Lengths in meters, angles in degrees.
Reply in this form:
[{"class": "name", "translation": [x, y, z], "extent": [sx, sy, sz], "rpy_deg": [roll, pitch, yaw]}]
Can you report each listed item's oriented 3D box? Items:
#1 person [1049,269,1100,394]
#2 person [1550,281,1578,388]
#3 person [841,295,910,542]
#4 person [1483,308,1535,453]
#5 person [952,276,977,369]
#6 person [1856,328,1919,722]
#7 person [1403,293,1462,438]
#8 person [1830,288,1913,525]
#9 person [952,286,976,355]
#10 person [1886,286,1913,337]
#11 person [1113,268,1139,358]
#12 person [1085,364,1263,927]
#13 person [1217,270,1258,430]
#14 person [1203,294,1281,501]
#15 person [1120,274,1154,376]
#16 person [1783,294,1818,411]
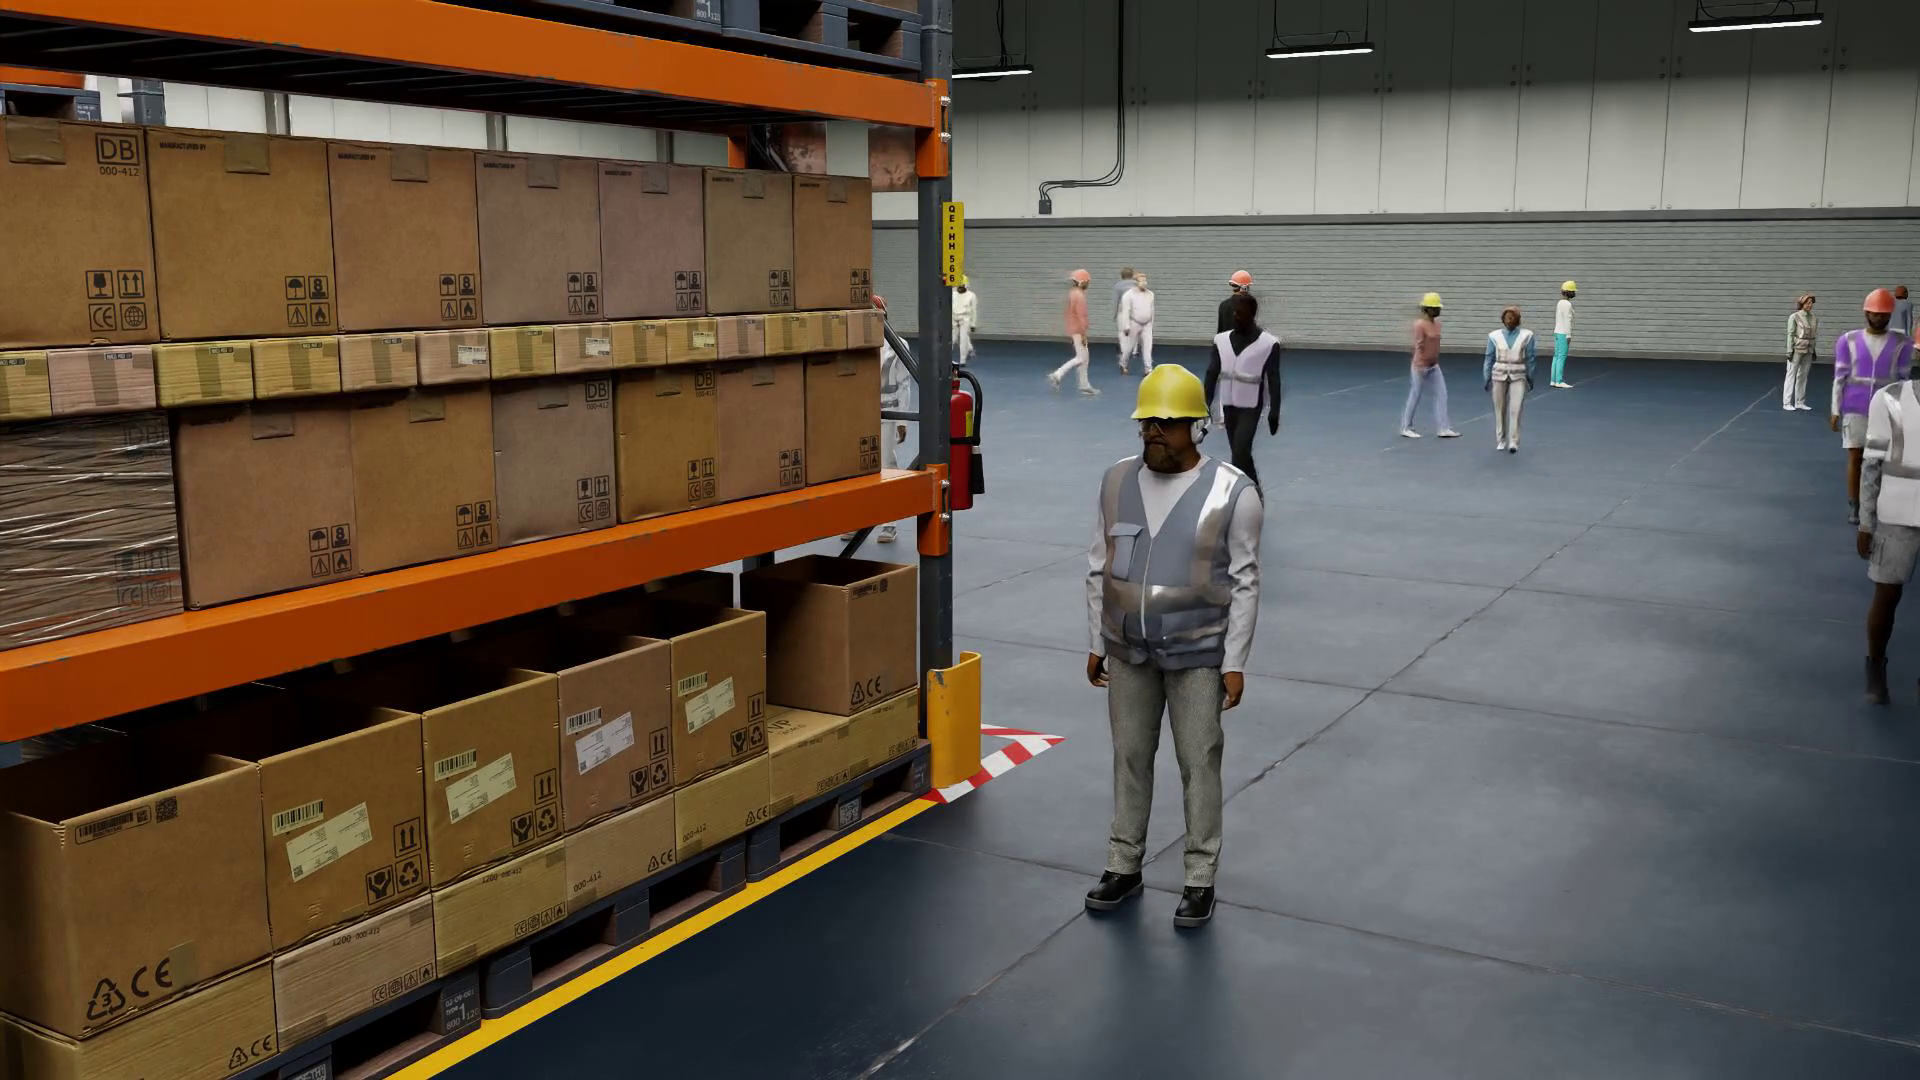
[{"class": "person", "translation": [1.816, -3.262, 26.124], "extent": [0.743, 1.978, 0.627], "rpy_deg": [0, 10, -2]}, {"class": "person", "translation": [10.032, -3.403, 27.567], "extent": [0.326, 1.767, 0.533], "rpy_deg": [0, 10, 3]}, {"class": "person", "translation": [-0.662, -0.921, 12.695], "extent": [0.573, 1.883, 0.355], "rpy_deg": [4, 10, 22]}, {"class": "person", "translation": [6.076, -1.762, 18.444], "extent": [0.540, 1.601, 0.805], "rpy_deg": [4, 10, 21]}, {"class": "person", "translation": [0.055, -4.239, 32.306], "extent": [0.610, 1.814, 0.494], "rpy_deg": [6, 12, 33]}, {"class": "person", "translation": [4.569, -0.117, 7.894], "extent": [0.553, 1.932, 0.651], "rpy_deg": [5, 11, 25]}, {"class": "person", "translation": [5.634, -2.051, 19.749], "extent": [0.541, 1.731, 0.820], "rpy_deg": [-8, 13, -39]}, {"class": "person", "translation": [7.322, -1.057, 13.403], "extent": [0.553, 1.919, 0.482], "rpy_deg": [5, 11, 26]}, {"class": "person", "translation": [-0.049, -4.930, 36.385], "extent": [0.997, 1.819, 0.520], "rpy_deg": [6, 11, 30]}, {"class": "person", "translation": [17.272, -3.862, 30.642], "extent": [0.278, 1.633, 0.507], "rpy_deg": [-8, 12, -38]}, {"class": "person", "translation": [3.609, -4.843, 35.607], "extent": [0.685, 1.916, 0.381], "rpy_deg": [-1, 10, -5]}, {"class": "person", "translation": [0.673, 0.342, 5.447], "extent": [0.590, 1.833, 0.404], "rpy_deg": [5, 11, 29]}, {"class": "person", "translation": [3.476, -2.359, 20.780], "extent": [0.381, 1.994, 0.622], "rpy_deg": [-6, 12, -33]}, {"class": "person", "translation": [2.236, -1.053, 13.524], "extent": [0.598, 1.867, 0.967], "rpy_deg": [9, 13, 43]}, {"class": "person", "translation": [3.225, -3.912, 30.267], "extent": [0.658, 1.872, 0.936], "rpy_deg": [-4, 10, -21]}, {"class": "person", "translation": [11.886, -2.644, 23.494], "extent": [0.524, 1.639, 0.307], "rpy_deg": [-4, 10, -22]}]
